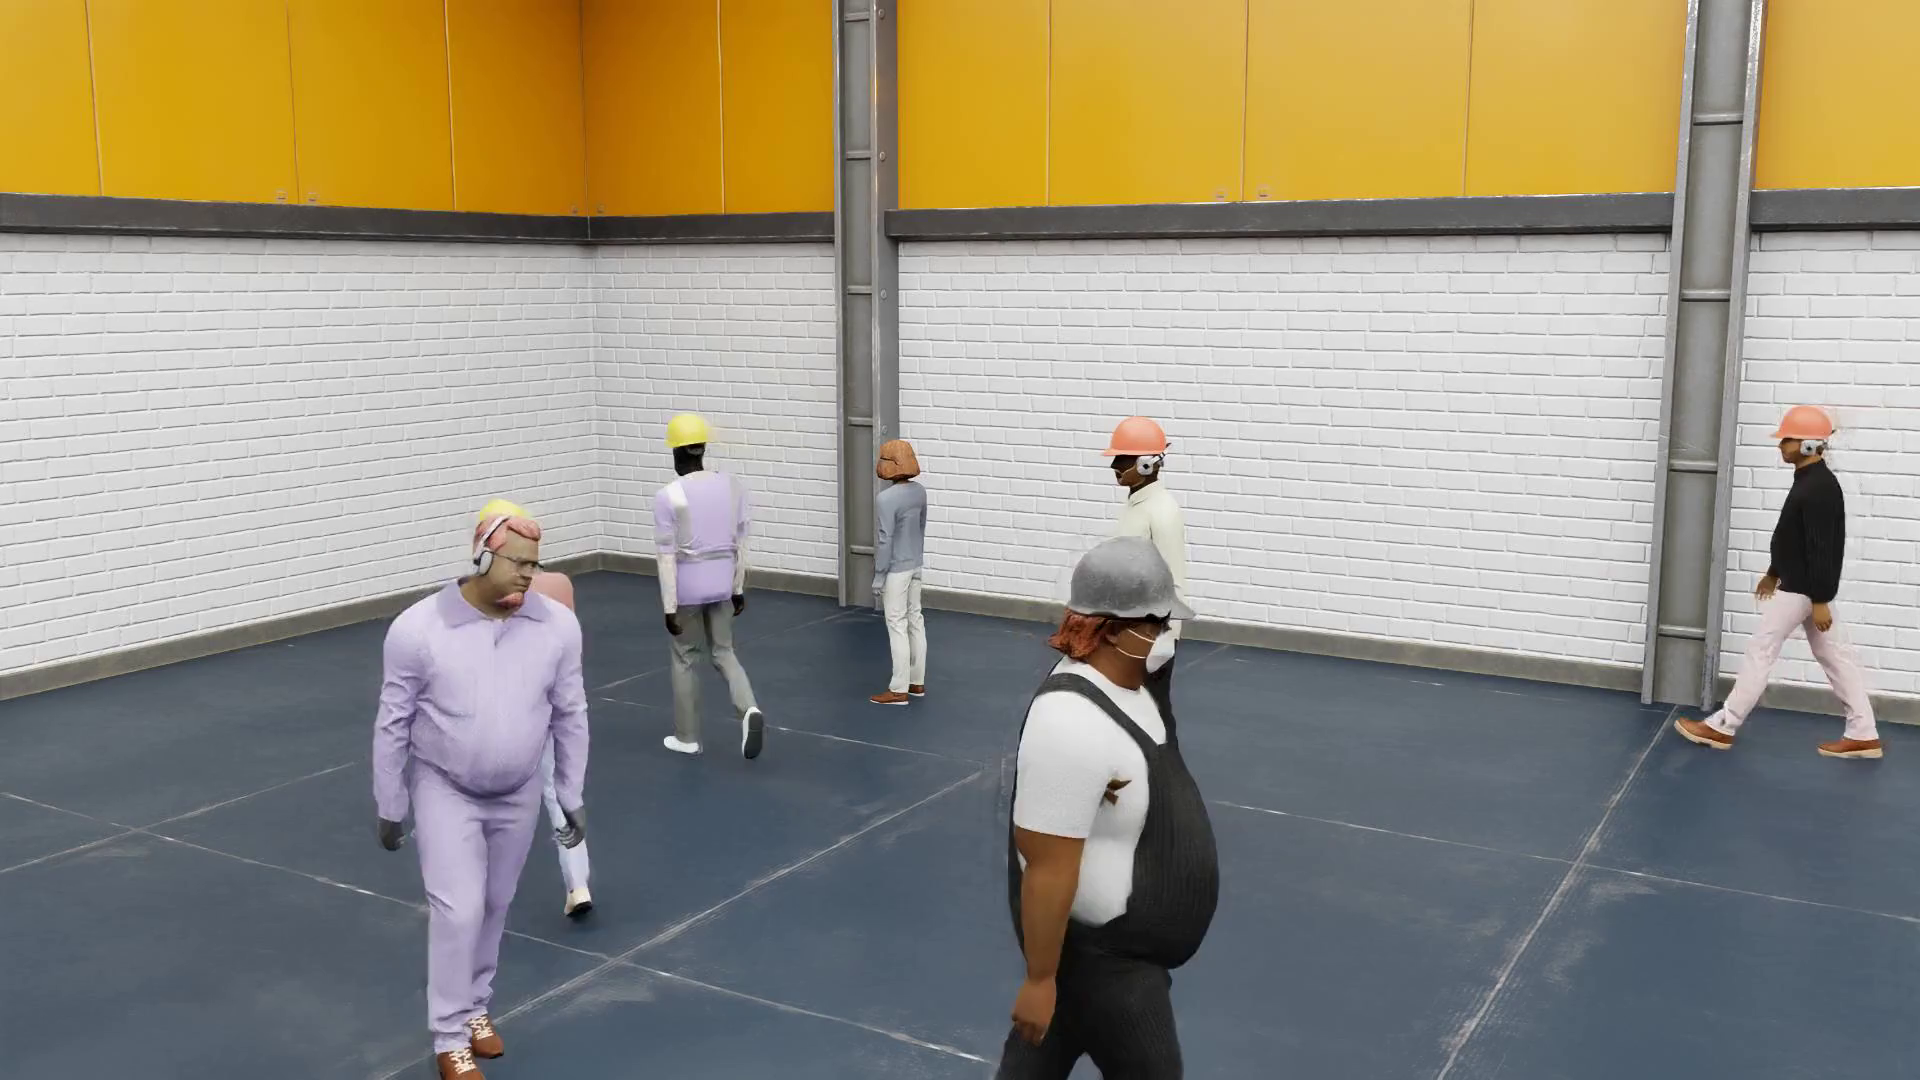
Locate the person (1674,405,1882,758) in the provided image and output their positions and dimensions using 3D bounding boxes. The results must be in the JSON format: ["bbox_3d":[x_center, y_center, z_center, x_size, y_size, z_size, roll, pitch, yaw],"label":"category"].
[{"bbox_3d":[4.581,0.234,9.102,1.043,1.942,0.615,5,11,31],"label":"person"}]

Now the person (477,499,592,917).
[{"bbox_3d":[-1.803,0.689,6.908,0.532,1.724,0.899,-6,11,-31],"label":"person"}]

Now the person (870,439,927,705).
[{"bbox_3d":[-0.377,0.195,10.261,0.280,1.636,0.500,5,10,28],"label":"person"}]

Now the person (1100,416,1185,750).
[{"bbox_3d":[0.840,0.419,7.751,0.396,1.992,0.622,-2,9,-11],"label":"person"}]

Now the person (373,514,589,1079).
[{"bbox_3d":[-1.549,0.846,5.484,0.681,1.871,0.663,-7,11,-37],"label":"person"}]

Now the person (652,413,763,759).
[{"bbox_3d":[-1.368,0.265,8.994,0.602,1.905,0.710,-8,12,-40],"label":"person"}]
